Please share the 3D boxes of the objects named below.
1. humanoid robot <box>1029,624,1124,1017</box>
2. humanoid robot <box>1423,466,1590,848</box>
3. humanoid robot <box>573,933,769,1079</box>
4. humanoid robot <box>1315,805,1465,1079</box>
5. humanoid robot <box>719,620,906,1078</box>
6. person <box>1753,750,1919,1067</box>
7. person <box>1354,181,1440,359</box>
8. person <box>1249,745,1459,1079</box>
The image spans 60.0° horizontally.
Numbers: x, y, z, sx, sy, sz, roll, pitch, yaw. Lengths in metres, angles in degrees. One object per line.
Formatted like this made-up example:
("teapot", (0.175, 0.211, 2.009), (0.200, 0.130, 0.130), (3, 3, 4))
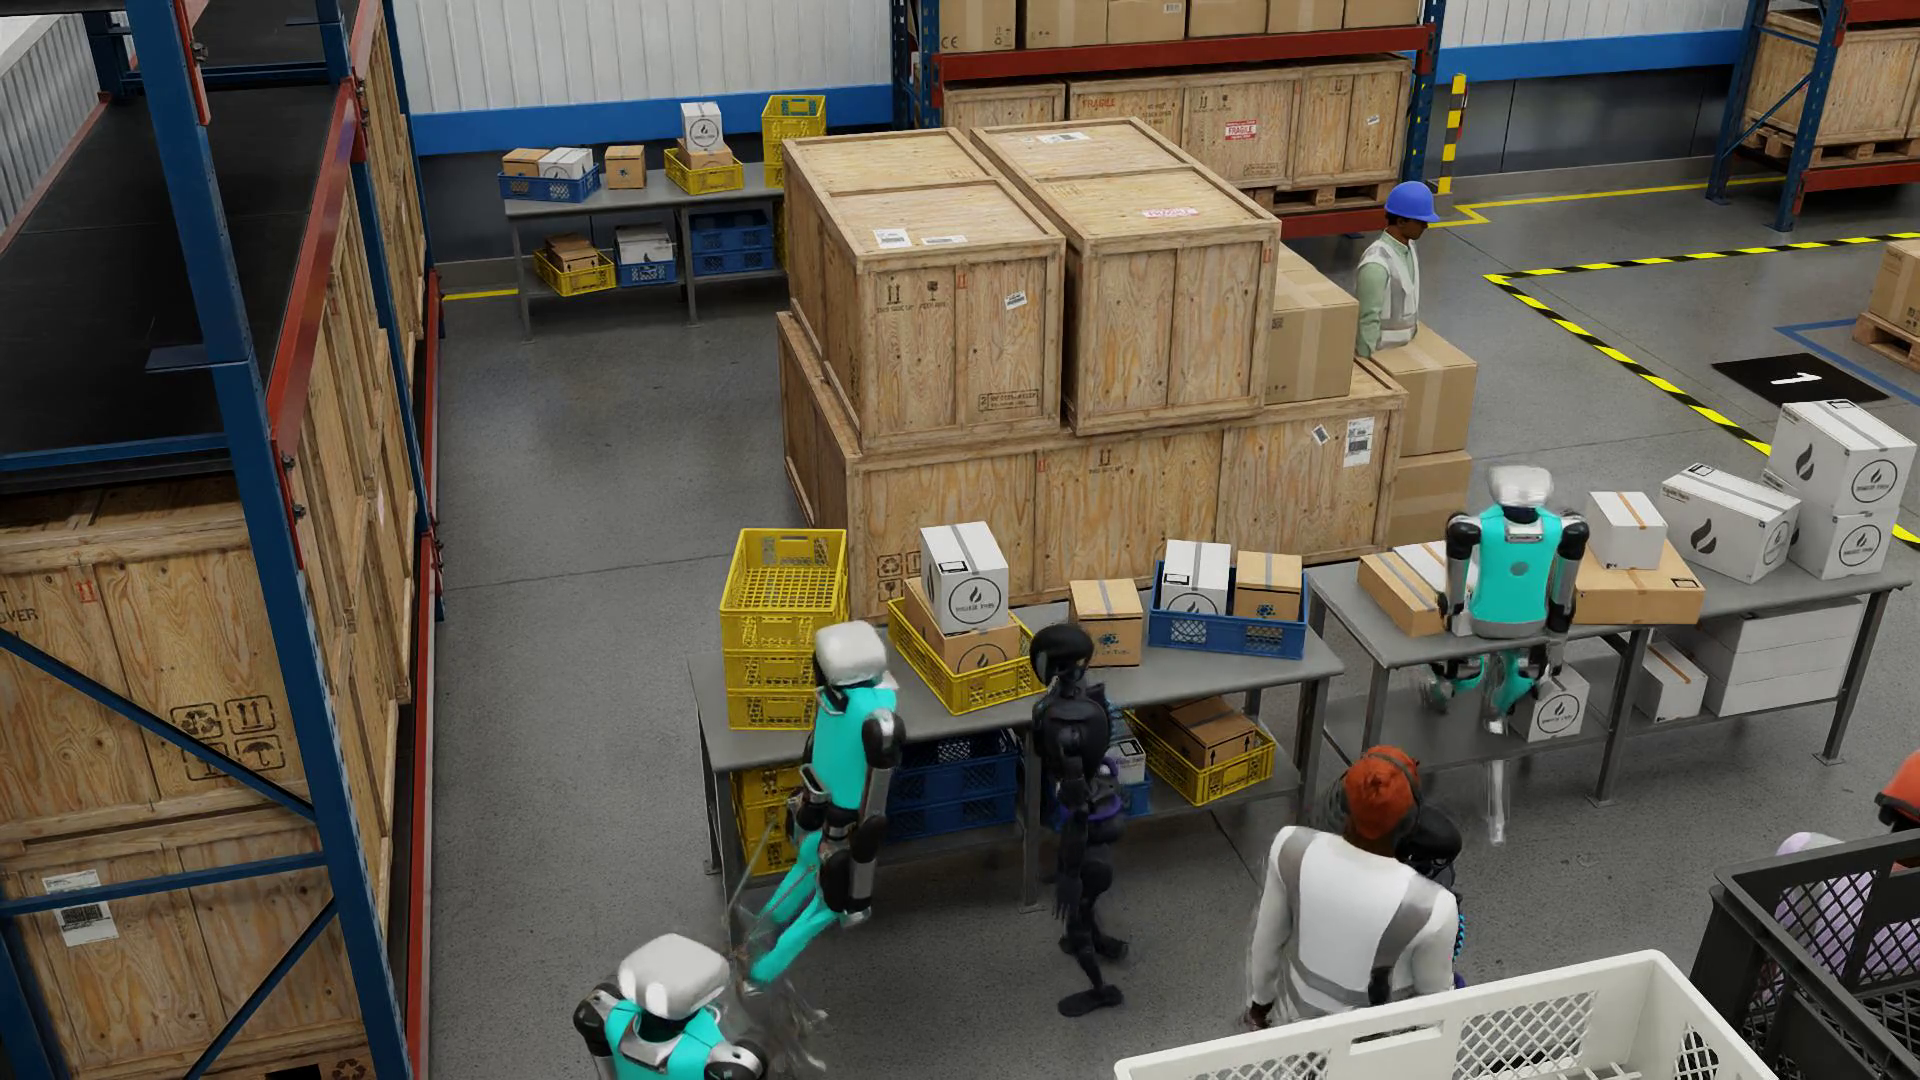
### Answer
("humanoid robot", (0.425, 1.001, 5.855), (0.389, 1.638, 0.606), (0, 29, 1))
("humanoid robot", (2.176, 0.410, 6.953), (0.563, 1.830, 0.850), (2, 29, 4))
("humanoid robot", (-0.567, 1.712, 4.593), (0.542, 1.890, 0.803), (15, 32, 24))
("humanoid robot", (1.295, 1.481, 4.954), (0.315, 1.657, 0.599), (19, 34, 30))
("humanoid robot", (-0.564, 1.106, 5.585), (0.746, 1.767, 0.553), (-13, 31, -22))
("person", (2.503, 1.428, 4.706), (0.608, 2.031, 0.405), (24, 37, 37))
("person", (2.367, -1.060, 9.315), (0.411, 1.939, 0.602), (17, 33, 28))
("person", (1.134, 1.406, 4.901), (0.586, 1.870, 0.476), (23, 36, 36))
